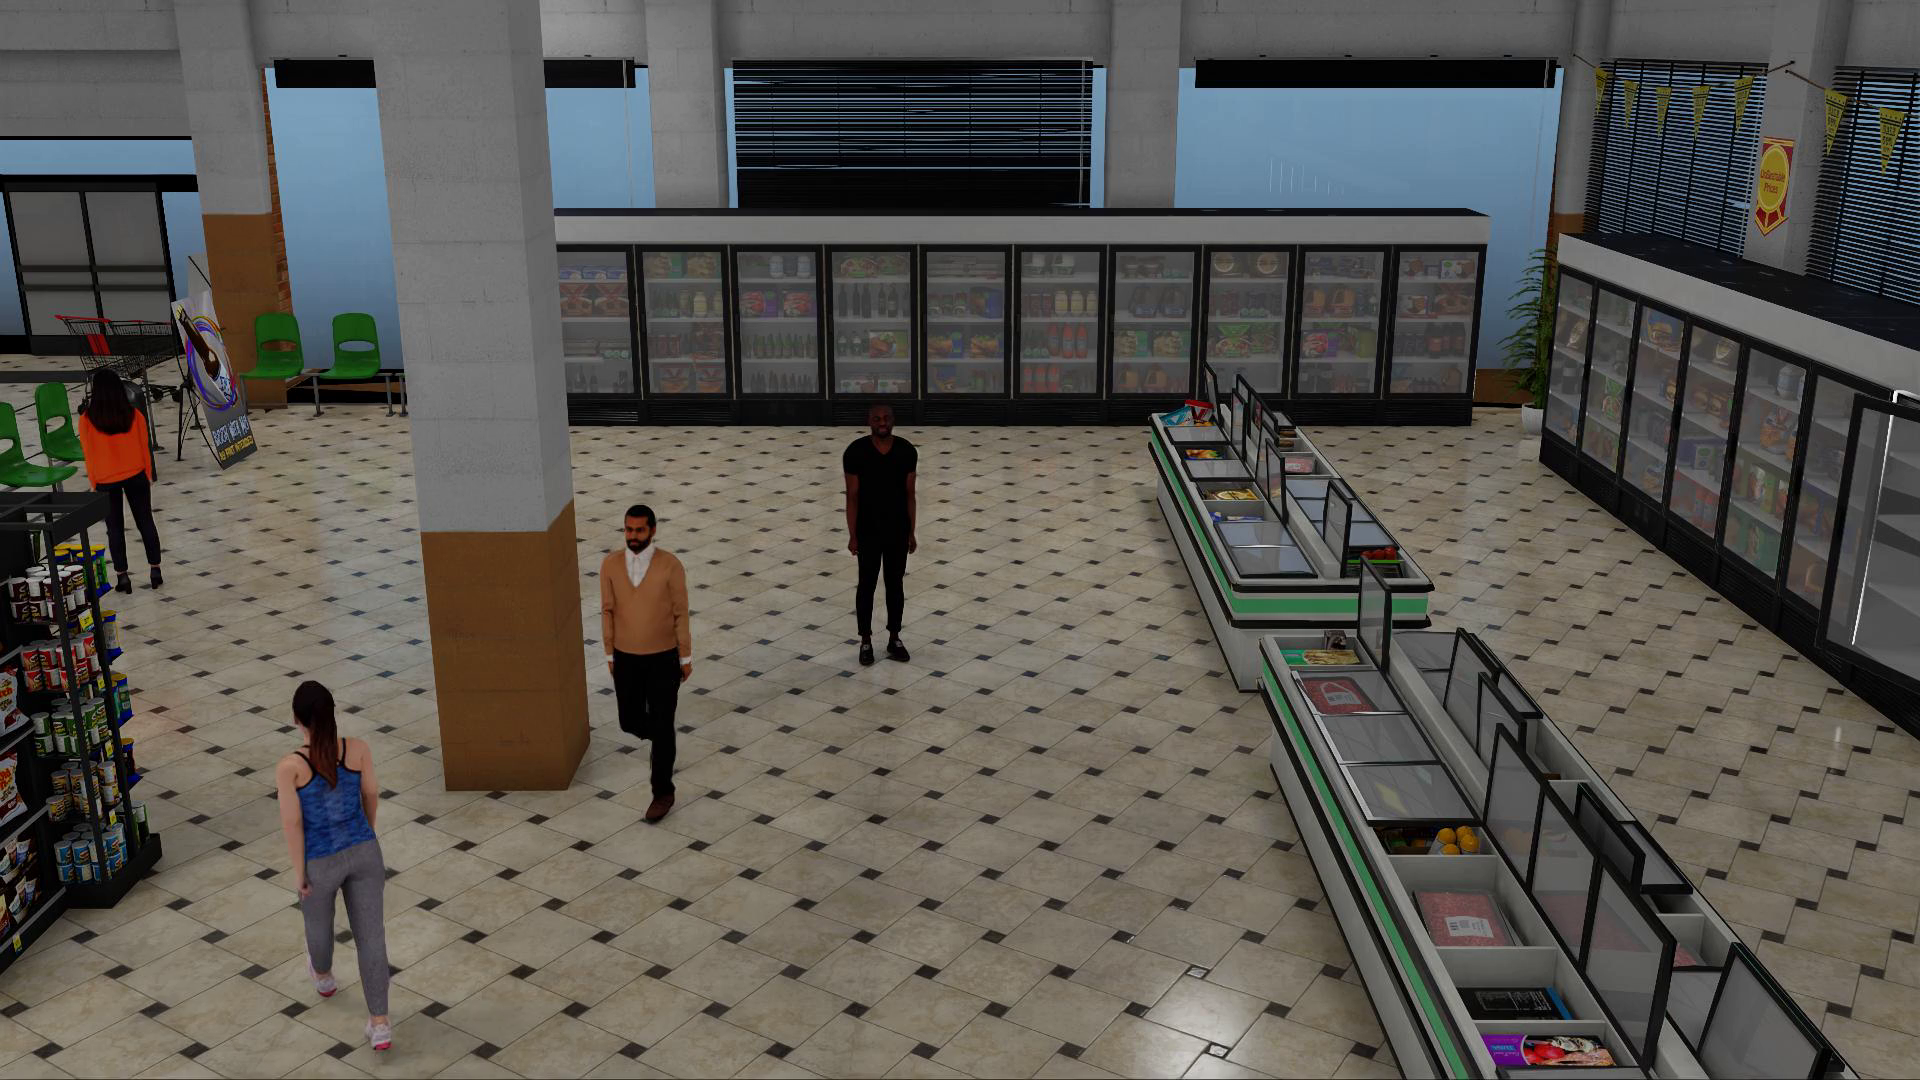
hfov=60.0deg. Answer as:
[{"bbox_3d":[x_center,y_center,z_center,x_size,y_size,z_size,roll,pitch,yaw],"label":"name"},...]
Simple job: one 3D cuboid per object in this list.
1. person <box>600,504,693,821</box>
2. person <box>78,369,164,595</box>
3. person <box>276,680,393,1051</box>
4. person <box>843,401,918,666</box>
[{"bbox_3d":[-1.706,0.631,9.231,0.746,1.735,0.991,2,17,7],"label":"person"},{"bbox_3d":[-6.445,-0.454,12.781,0.710,1.749,0.736,-12,20,-33],"label":"person"},{"bbox_3d":[-2.589,1.393,7.005,0.949,1.569,1.145,-11,20,-32],"label":"person"},{"bbox_3d":[-0.538,-0.062,11.367,0.725,1.820,0.666,-5,18,-16],"label":"person"}]
